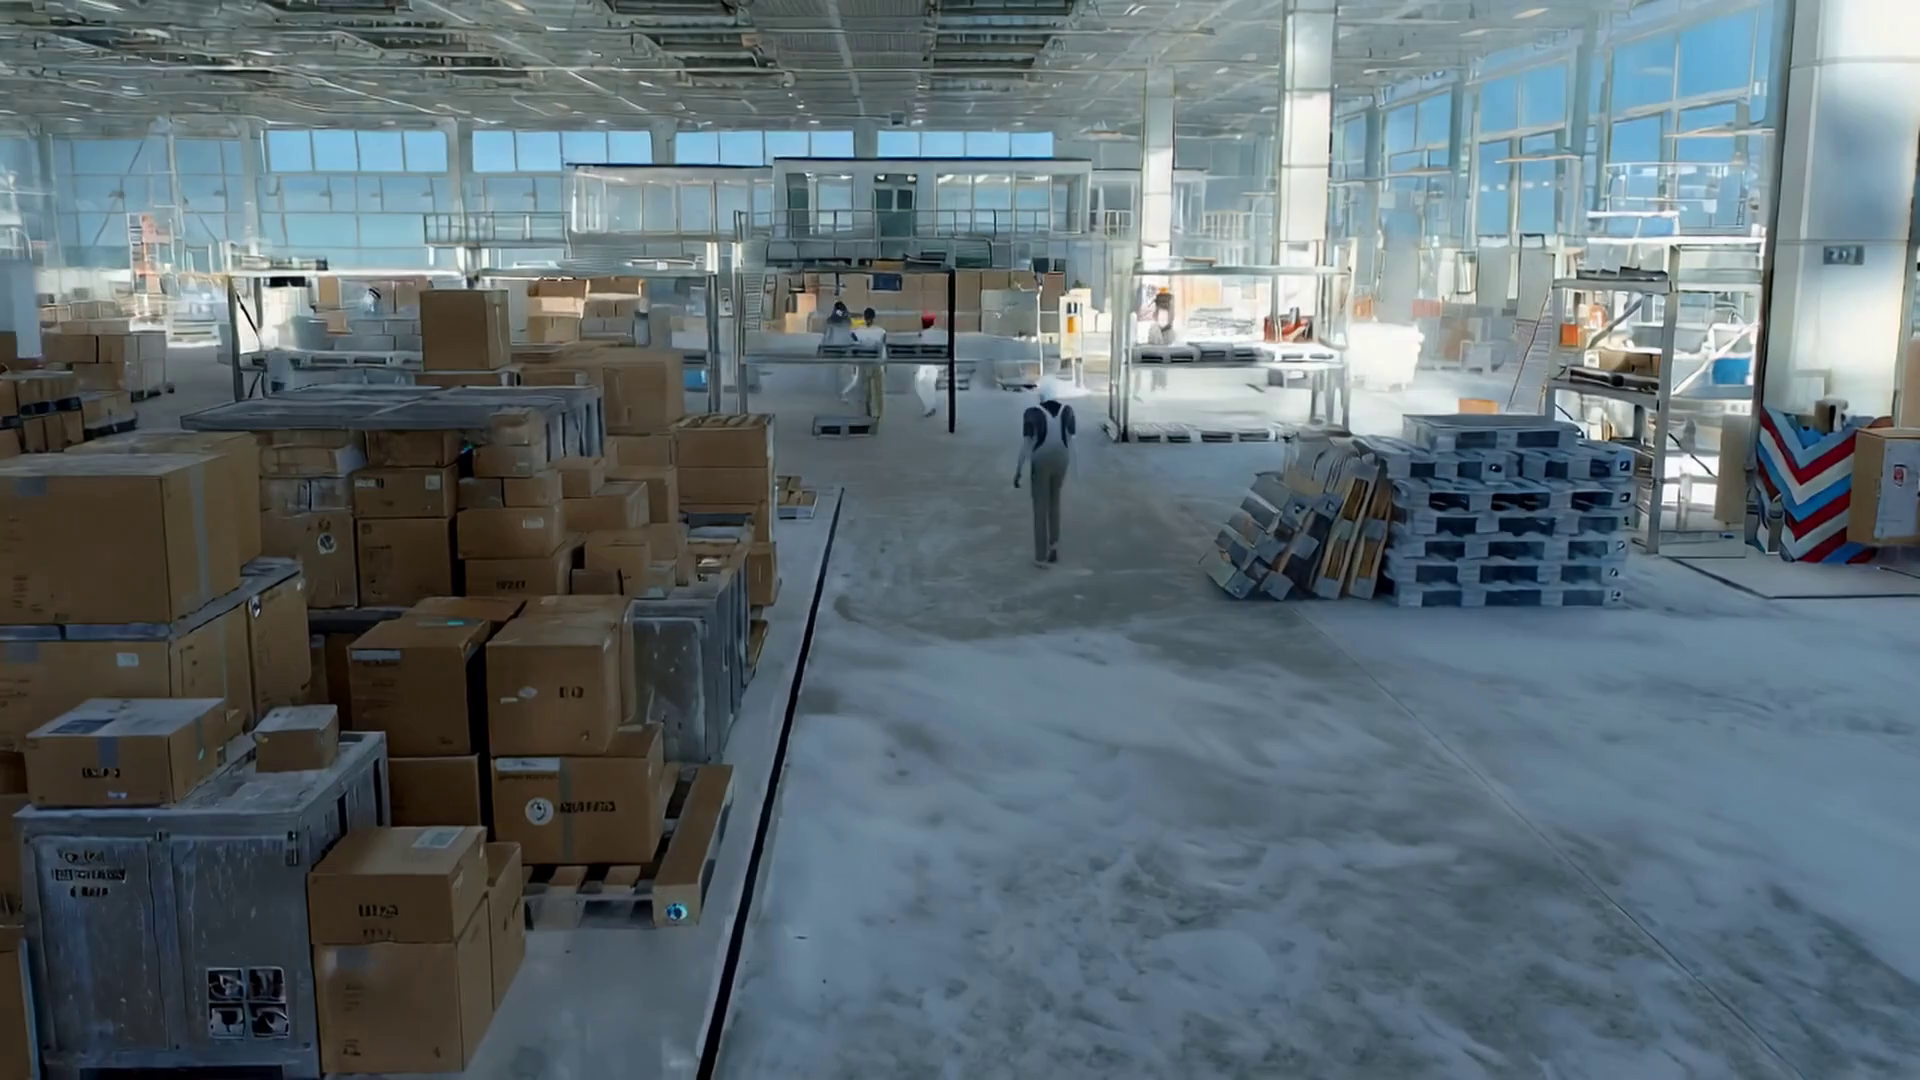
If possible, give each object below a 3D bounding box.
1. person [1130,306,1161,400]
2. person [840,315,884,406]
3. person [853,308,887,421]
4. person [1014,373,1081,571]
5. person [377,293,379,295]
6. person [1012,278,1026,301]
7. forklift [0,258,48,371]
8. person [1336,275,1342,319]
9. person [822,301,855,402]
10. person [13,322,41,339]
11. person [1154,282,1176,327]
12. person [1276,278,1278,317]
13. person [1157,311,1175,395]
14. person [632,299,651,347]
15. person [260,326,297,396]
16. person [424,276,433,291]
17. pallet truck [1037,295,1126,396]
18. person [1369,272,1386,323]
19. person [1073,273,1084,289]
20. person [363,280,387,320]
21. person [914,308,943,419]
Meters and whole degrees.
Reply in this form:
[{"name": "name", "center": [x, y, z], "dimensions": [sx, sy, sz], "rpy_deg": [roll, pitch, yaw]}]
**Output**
[{"name": "person", "center": [3.604, -3.626, 32.196], "dimensions": [0.630, 1.812, 0.858], "rpy_deg": [4, 11, 23]}, {"name": "person", "center": [-1.819, -3.321, 30.701], "dimensions": [0.733, 1.719, 0.492], "rpy_deg": [-2, 10, -13]}, {"name": "person", "center": [-1.520, -2.966, 28.184], "dimensions": [0.587, 1.920, 0.392], "rpy_deg": [-2, 10, -10]}, {"name": "person", "center": [0.816, -0.632, 15.457], "dimensions": [0.645, 1.816, 0.467], "rpy_deg": [-3, 11, -17]}, {"name": "person", "center": [-15.537, -5.752, 44.217], "dimensions": [0.566, 1.737, 0.390], "rpy_deg": [3, 11, 18]}, {"name": "person", "center": [1.861, -7.295, 52.337], "dimensions": [0.482, 1.899, 0.615], "rpy_deg": [-2, 10, -11]}, {"name": "forklift", "center": [-11.949, -2.169, 21.063], "dimensions": [1.873, 2.768, 1.129], "rpy_deg": [0, 10, -2]}, {"name": "person", "center": [14.781, -9.634, 65.114], "dimensions": [0.387, 1.992, 0.626], "rpy_deg": [0, 10, 0]}, {"name": "person", "center": [-2.325, -3.620, 31.868], "dimensions": [0.634, 1.910, 0.793], "rpy_deg": [-2, 10, -11]}, {"name": "person", "center": [-28.915, -7.152, 51.319], "dimensions": [0.610, 1.993, 1.053], "rpy_deg": [9, 13, 40]}, {"name": "person", "center": [5.589, -6.065, 45.390], "dimensions": [0.629, 1.940, 0.379], "rpy_deg": [-3, 11, -15]}, {"name": "person", "center": [13.027, -9.976, 67.462], "dimensions": [0.630, 1.844, 0.429], "rpy_deg": [-1, 10, -7]}, {"name": "person", "center": [4.043, -3.740, 33.214], "dimensions": [0.535, 1.660, 0.850], "rpy_deg": [8, 13, 38]}, {"name": "person", "center": [-6.626, -4.099, 34.703], "dimensions": [0.542, 1.844, 0.393], "rpy_deg": [5, 11, 25]}, {"name": "person", "center": [-8.961, -1.868, 22.039], "dimensions": [0.585, 1.931, 0.633], "rpy_deg": [-1, 10, -3]}, {"name": "person", "center": [-19.244, -8.689, 60.193], "dimensions": [0.373, 1.884, 0.583], "rpy_deg": [0, 10, 0]}, {"name": "pallet truck", "center": [2.483, -3.881, 33.060], "dimensions": [1.885, 1.965, 0.823], "rpy_deg": [-7, 13, -36]}, {"name": "person", "center": [15.009, -8.636, 59.723], "dimensions": [0.615, 1.933, 0.413], "rpy_deg": [7, 12, 33]}, {"name": "person", "center": [4.253, -8.609, 59.599], "dimensions": [0.433, 1.925, 0.578], "rpy_deg": [-2, 10, -9]}, {"name": "person", "center": [-15.241, -5.770, 43.462], "dimensions": [0.538, 2.000, 0.684], "rpy_deg": [1, 10, 8]}, {"name": "person", "center": [-0.541, -3.025, 28.544], "dimensions": [0.600, 1.909, 0.438], "rpy_deg": [-10, 14, -43]}]
